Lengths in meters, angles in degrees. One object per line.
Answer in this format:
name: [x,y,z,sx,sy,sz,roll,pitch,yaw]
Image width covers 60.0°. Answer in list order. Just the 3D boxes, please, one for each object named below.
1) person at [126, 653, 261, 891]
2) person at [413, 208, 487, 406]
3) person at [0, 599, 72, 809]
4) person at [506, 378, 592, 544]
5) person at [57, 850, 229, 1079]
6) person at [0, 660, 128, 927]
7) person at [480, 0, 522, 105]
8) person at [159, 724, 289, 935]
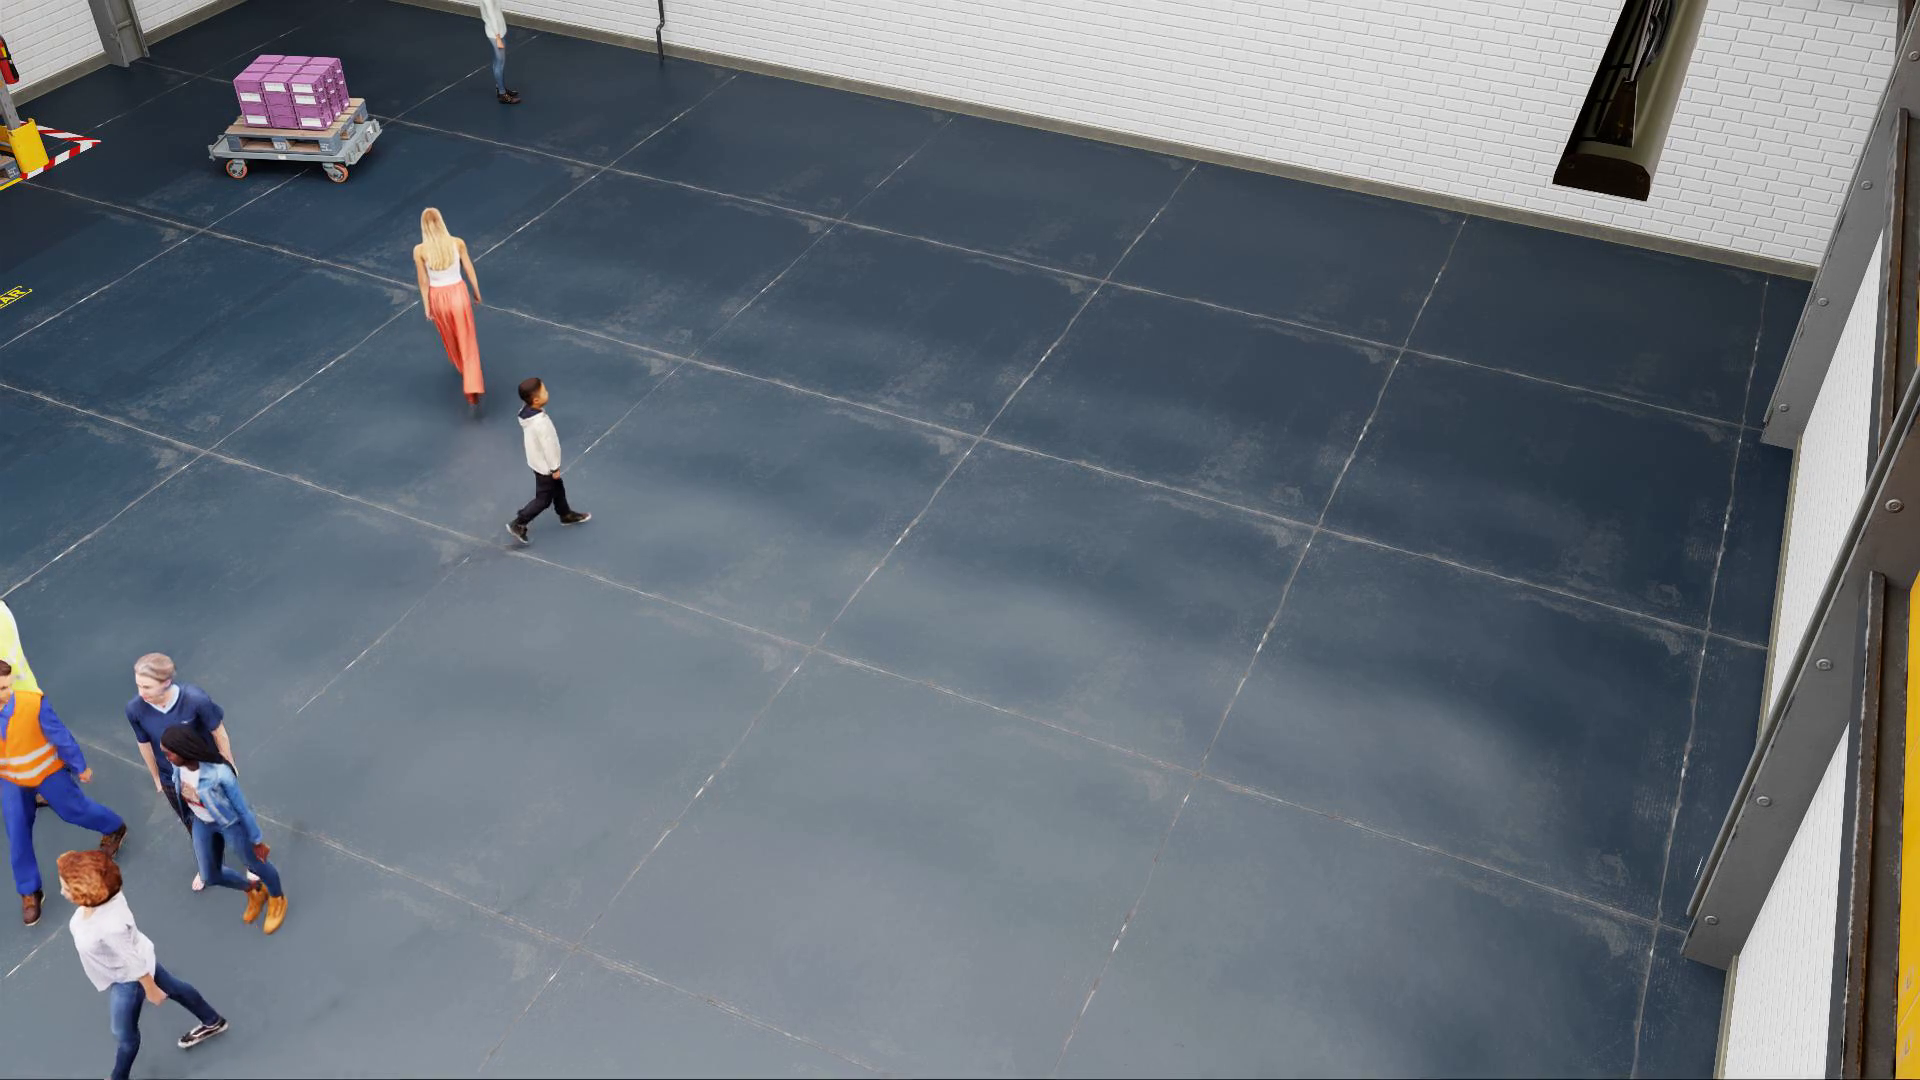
person: [-4.660,1.398,10.110,0.736,1.870,0.745,-6,39,-7]
person: [-4.405,-1.988,14.439,1.180,1.759,1.281,-10,40,-12]
person: [-6.139,0.953,10.687,0.895,1.846,0.814,-2,39,-2]
person: [-3.314,-0.605,12.966,1.000,1.436,0.915,-16,41,-19]
person: [-4.458,2.298,9.139,1.175,1.676,1.017,-22,44,-25]
person: [-5.583,1.397,10.156,1.079,1.814,1.153,-6,39,-7]
person: [-5.443,-5.954,19.497,0.699,1.644,0.631,-11,40,-14]
person: [-4.336,1.656,9.923,0.746,1.701,0.650,9,39,11]
